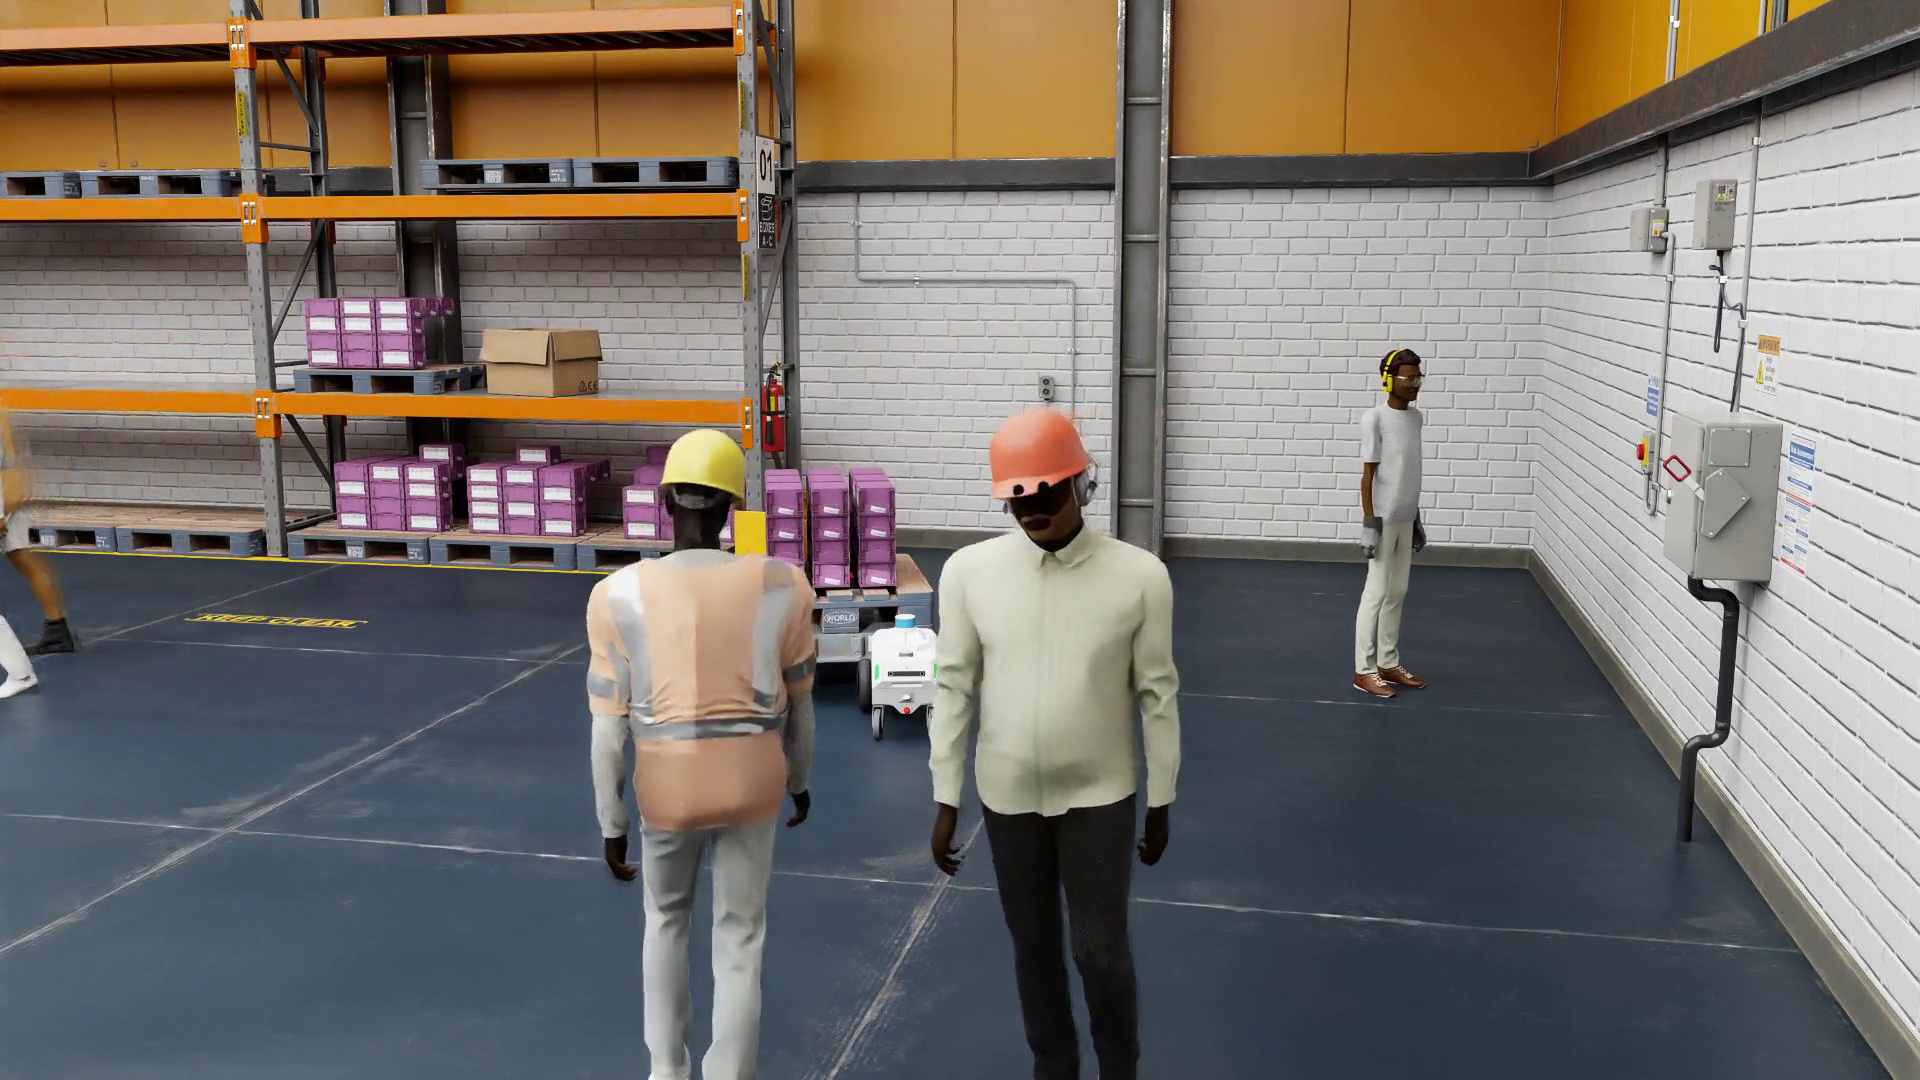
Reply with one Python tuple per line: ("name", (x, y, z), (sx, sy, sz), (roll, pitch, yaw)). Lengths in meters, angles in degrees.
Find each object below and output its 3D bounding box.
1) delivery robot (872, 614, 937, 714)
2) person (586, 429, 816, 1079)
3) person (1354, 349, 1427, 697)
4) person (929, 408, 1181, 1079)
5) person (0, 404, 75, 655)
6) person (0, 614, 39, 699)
("delivery robot", (-0.274, 0.618, 8.368), (0.477, 0.478, 0.707), (0, 9, -3))
("person", (-0.675, 0.652, 4.437), (0.586, 1.891, 0.638), (-1, 10, -8))
("person", (2.356, -0.097, 9.007), (0.531, 1.870, 0.316), (-9, 13, -42))
("person", (0.240, 0.646, 4.232), (0.617, 1.965, 0.445), (2, 10, 12))
("person", (-5.745, -0.223, 9.721), (0.965, 1.873, 0.577), (-4, 10, -21))
("person", (-5.288, 0.108, 8.616), (0.524, 1.583, 0.900), (7, 12, 37))
